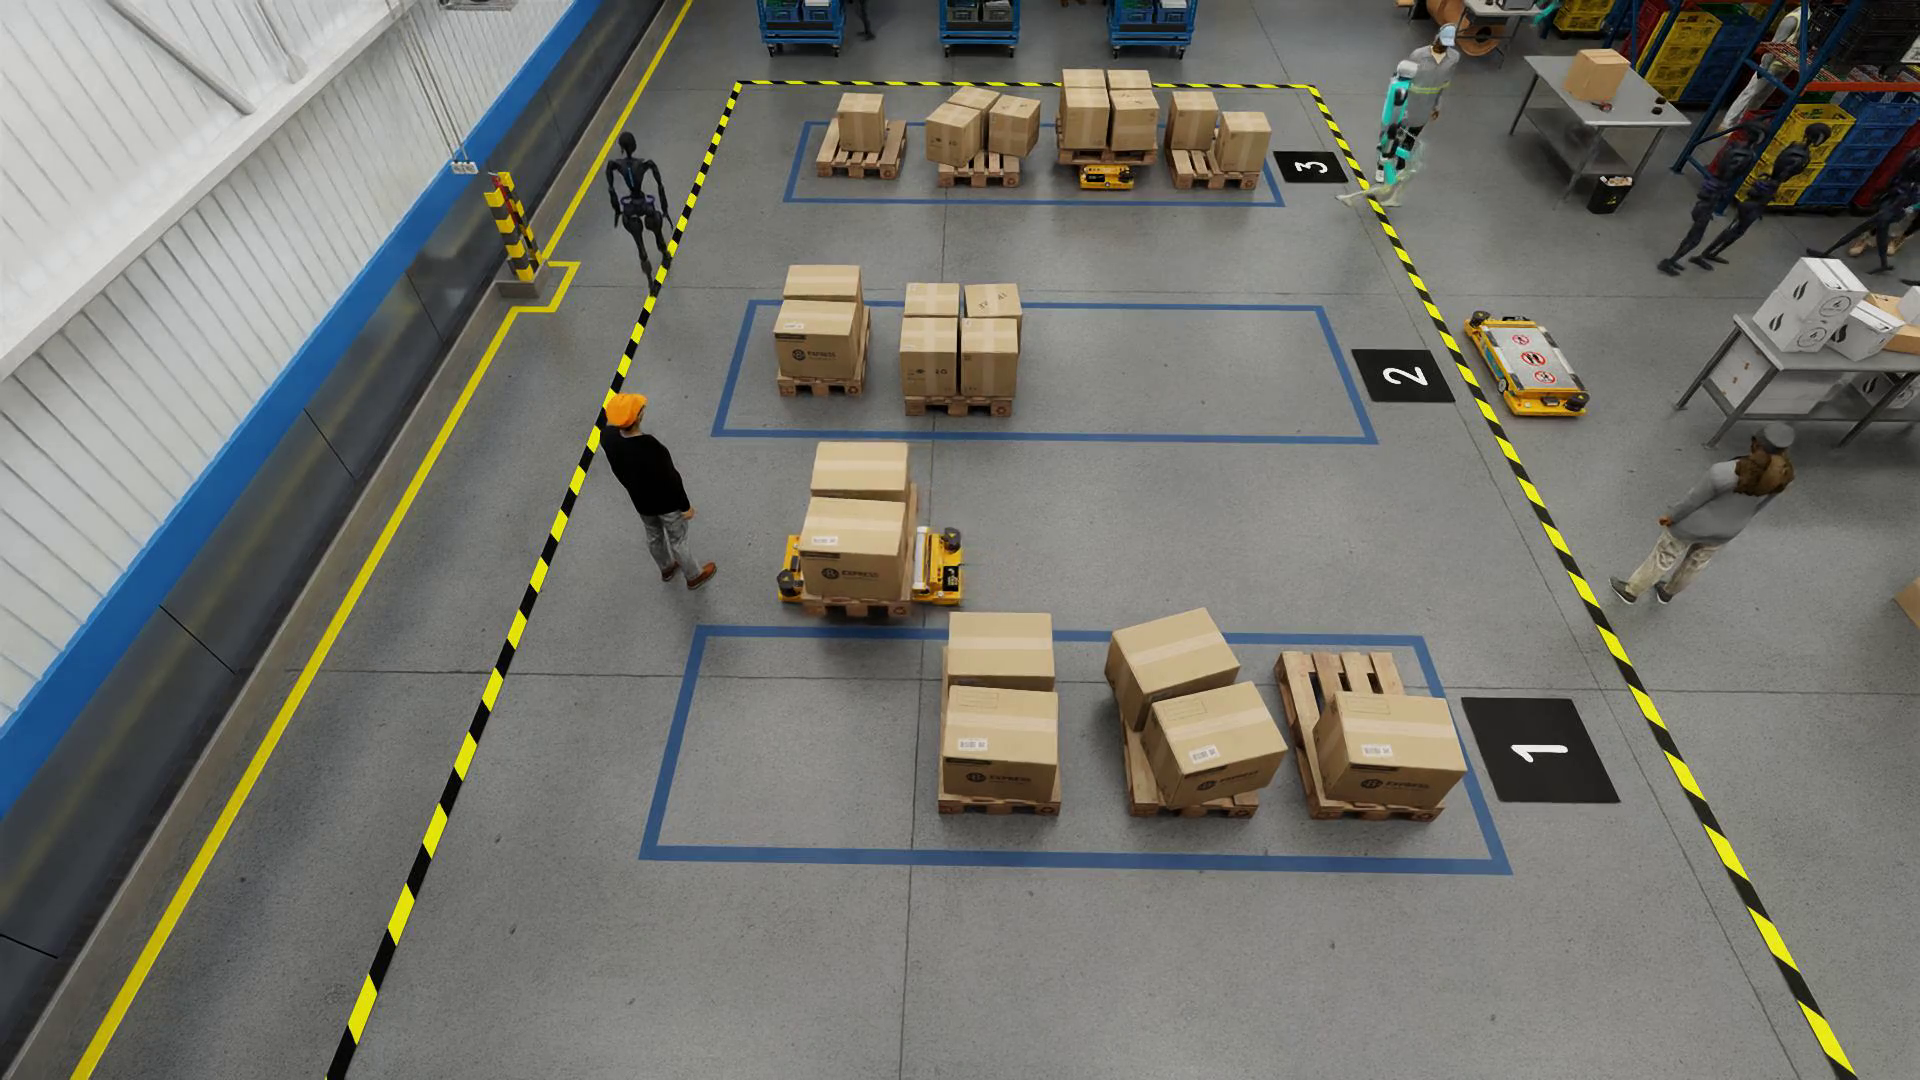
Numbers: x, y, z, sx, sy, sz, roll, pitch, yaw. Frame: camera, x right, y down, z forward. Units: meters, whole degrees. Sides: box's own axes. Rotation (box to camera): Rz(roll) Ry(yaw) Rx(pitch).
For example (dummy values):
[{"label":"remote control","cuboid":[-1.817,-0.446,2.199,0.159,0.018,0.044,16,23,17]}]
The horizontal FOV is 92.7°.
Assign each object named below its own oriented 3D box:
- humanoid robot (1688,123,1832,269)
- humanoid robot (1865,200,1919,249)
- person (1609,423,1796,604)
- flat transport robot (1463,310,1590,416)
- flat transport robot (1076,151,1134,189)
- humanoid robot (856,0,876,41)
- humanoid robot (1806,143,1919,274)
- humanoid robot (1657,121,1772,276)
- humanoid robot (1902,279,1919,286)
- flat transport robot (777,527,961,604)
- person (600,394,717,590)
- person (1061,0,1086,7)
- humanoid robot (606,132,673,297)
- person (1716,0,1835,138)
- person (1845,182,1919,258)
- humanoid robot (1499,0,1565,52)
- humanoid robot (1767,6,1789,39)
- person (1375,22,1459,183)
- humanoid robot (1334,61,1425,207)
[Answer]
[{"label":"humanoid robot","cuboid":[8.534,-3.677,9.796,0.444,1.638,0.590,32,56,25]},{"label":"humanoid robot","cuboid":[10.694,-3.982,10.038,0.956,1.796,0.569,-9,50,-7]},{"label":"person","cuboid":[5.427,-0.134,6.659,0.563,1.763,0.403,2,49,2]},{"label":"flat transport robot","cuboid":[5.573,-1.757,9.054,0.659,0.231,1.431,1,49,1]},{"label":"flat transport robot","cuboid":[1.845,-4.982,11.827,0.652,0.197,1.431,1,49,1]},{"label":"humanoid robot","cuboid":[-1.517,-8.568,14.008,0.315,1.657,0.599,-11,50,-9]},{"label":"humanoid robot","cuboid":[10.044,-3.631,9.794,0.791,1.619,0.589,19,52,16]},{"label":"humanoid robot","cuboid":[8.007,-3.619,9.732,0.330,1.653,0.608,32,56,24]},{"label":"humanoid robot","cuboid":[10.677,-3.265,9.442,0.581,1.637,0.614,35,57,26]},{"label":"flat transport robot","cuboid":[-0.709,0.190,7.351,1.431,0.197,0.652,1,49,1]},{"label":"person","cuboid":[-2.231,-0.323,6.746,0.586,1.884,0.360,19,52,16]},{"label":"person","cuboid":[1.926,-9.767,14.886,0.628,1.937,0.373,-12,50,-10]},{"label":"humanoid robot","cuboid":[-3.365,-3.449,9.629,0.598,1.616,0.836,-7,49,-6]},{"label":"person","cuboid":[10.565,-6.133,11.810,0.622,1.835,0.431,-14,51,-12]},{"label":"person","cuboid":[10.570,-3.920,9.773,0.674,2.008,0.621,-27,54,-21]},{"label":"humanoid robot","cuboid":[8.738,-8.277,13.763,1.014,1.784,0.531,16,51,13]},{"label":"humanoid robot","cuboid":[12.399,-7.895,13.434,0.585,1.632,0.376,14,51,12]},{"label":"person","cuboid":[5.503,-5.216,11.002,0.587,1.851,0.392,-1,49,-1]},{"label":"humanoid robot","cuboid":[5.029,-4.543,10.498,1.028,1.725,0.546,9,50,8]}]
